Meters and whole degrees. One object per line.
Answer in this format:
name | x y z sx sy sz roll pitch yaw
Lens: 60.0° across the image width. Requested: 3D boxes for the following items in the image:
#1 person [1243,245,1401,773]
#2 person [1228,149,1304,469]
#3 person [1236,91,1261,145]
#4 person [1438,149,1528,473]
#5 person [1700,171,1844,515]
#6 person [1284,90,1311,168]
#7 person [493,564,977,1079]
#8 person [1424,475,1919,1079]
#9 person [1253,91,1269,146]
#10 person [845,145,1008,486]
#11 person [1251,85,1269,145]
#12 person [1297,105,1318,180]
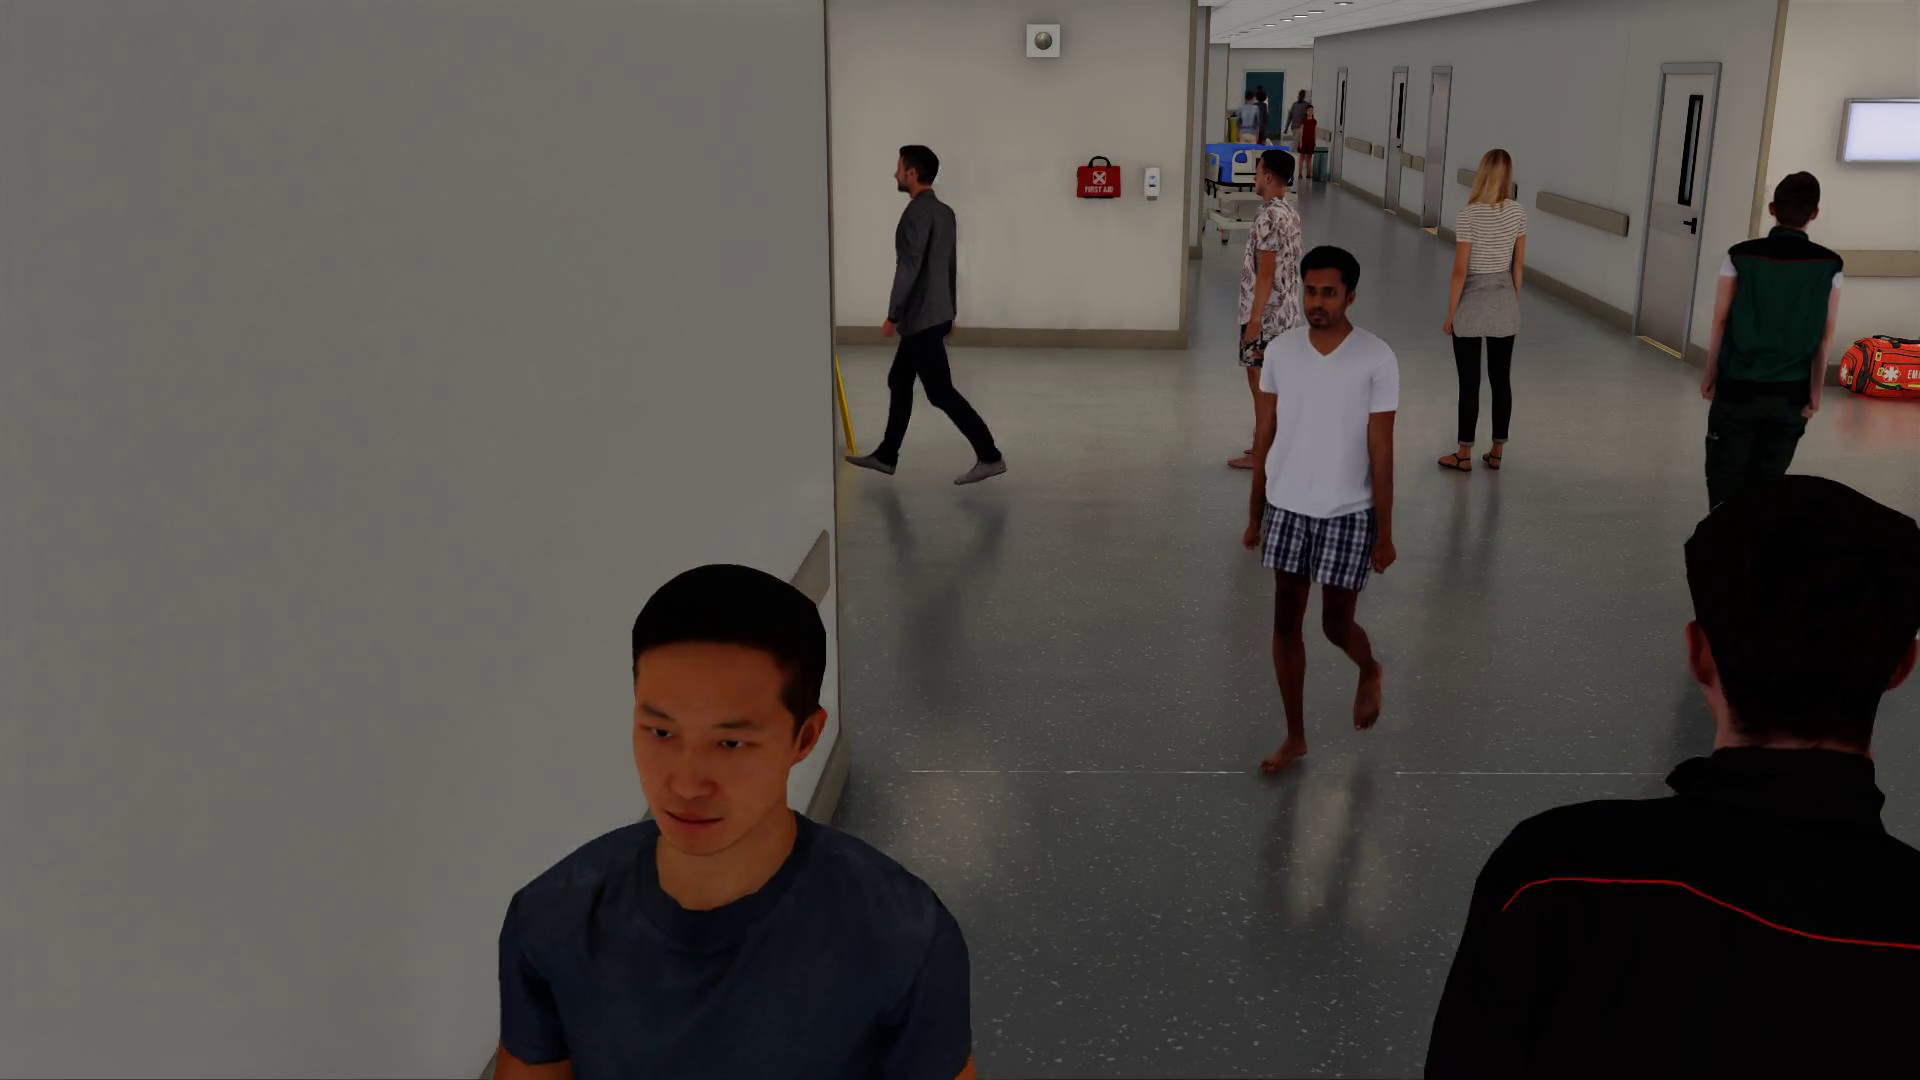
person | 1.227 -0.104 5.469 0.898 1.712 0.947 13 20 38
person | 1.799 -1.333 9.635 0.706 1.815 0.744 8 18 27
person | 6.111 -8.592 35.355 0.786 1.831 0.814 4 16 15
person | 3.011 -1.304 9.514 0.553 1.826 0.721 -3 16 -9
person | 3.466 -0.649 7.188 0.982 1.825 0.866 6 17 20
person | 8.063 -9.669 39.255 1.328 1.788 1.223 -11 19 -33
person | -0.211 0.875 1.917 1.158 1.754 0.896 5 16 16
person | 0.642 0.908 1.518 0.878 1.908 0.911 6 17 20
person | 8.188 -11.390 45.521 0.543 1.700 0.696 3 16 10
person | -0.114 -1.173 9.044 1.254 1.829 0.818 4 16 12
person | 8.928 -12.620 49.627 0.611 1.840 0.728 2 16 7
person | 7.495 -8.589 35.846 0.624 1.552 0.687 -4 16 -12
